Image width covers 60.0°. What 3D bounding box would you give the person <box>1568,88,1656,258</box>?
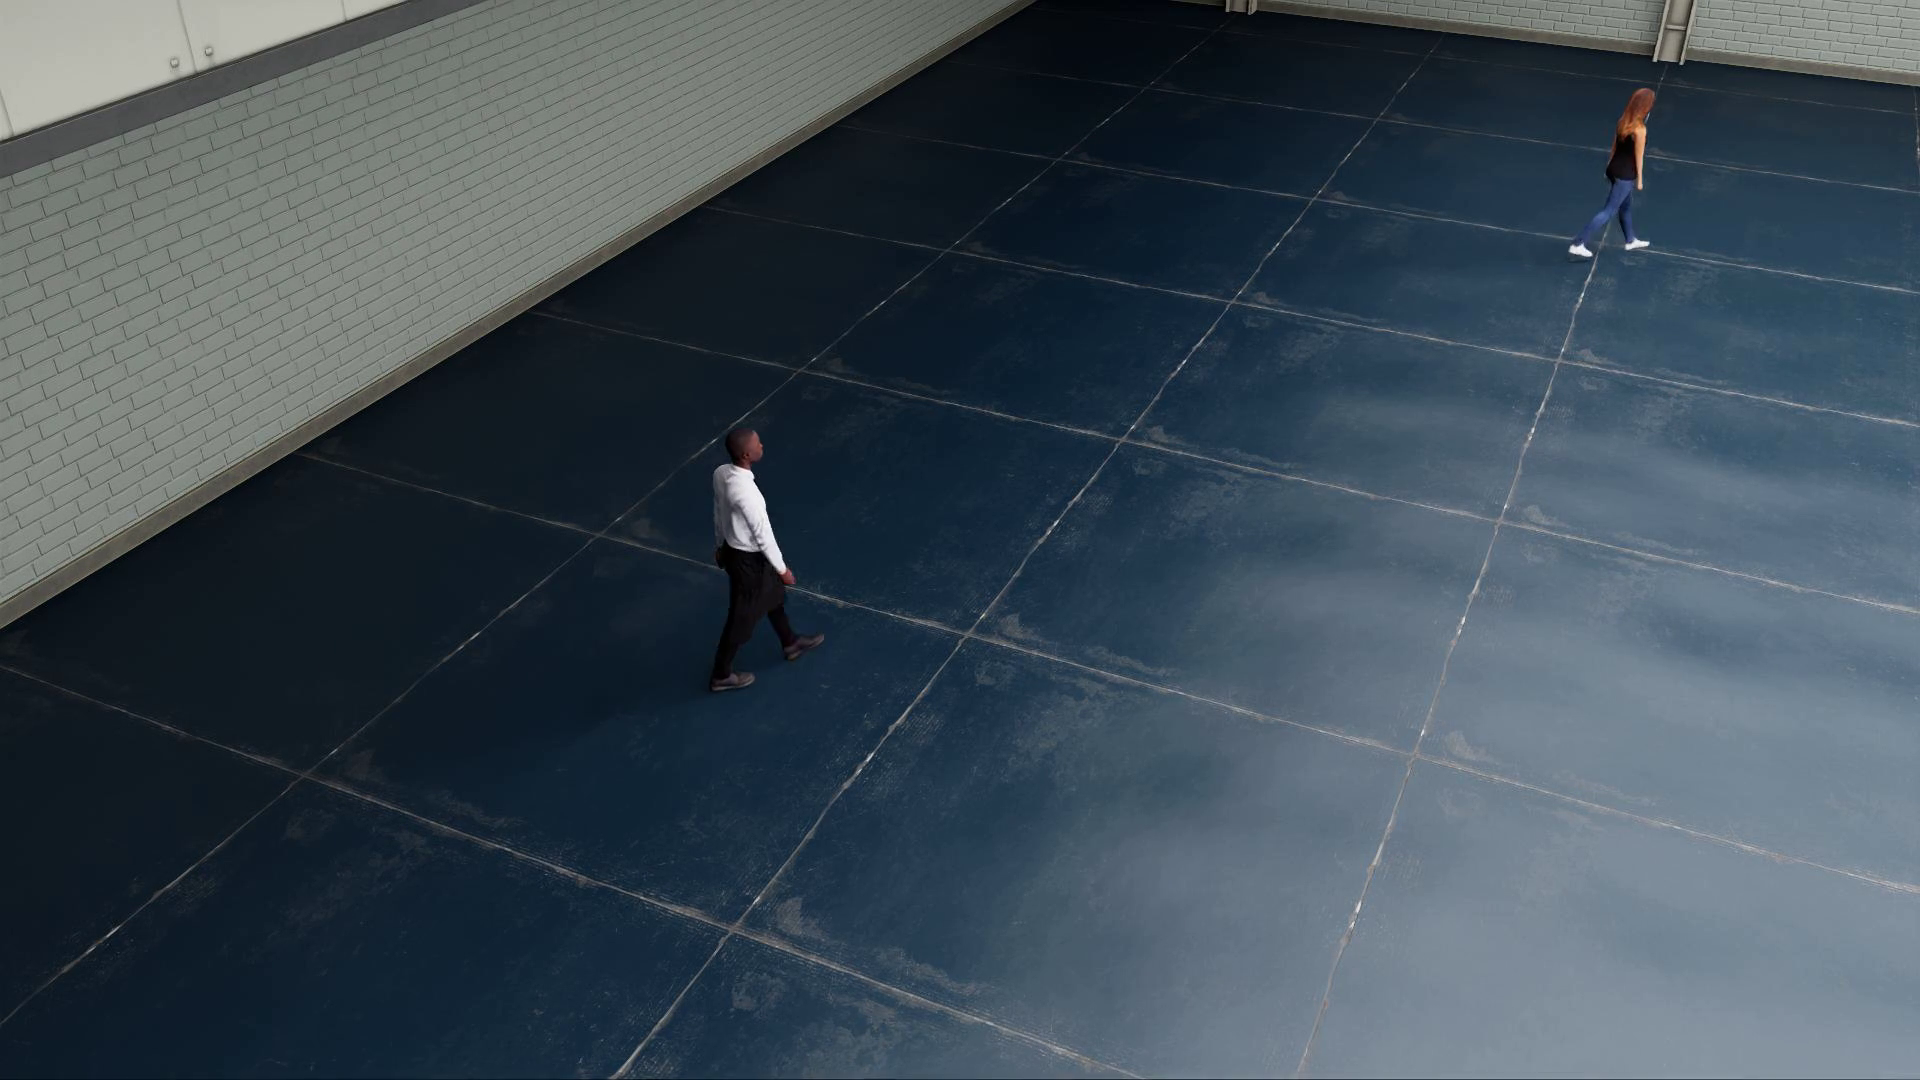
[{"bbox_3d":[6.387,-3.533,16.248,1.199,1.673,0.952,-2,32,-4],"label":"person"}]

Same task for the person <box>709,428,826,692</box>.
[{"bbox_3d":[-1.406,0.174,10.247,1.115,1.806,1.098,-13,35,-20],"label":"person"}]
